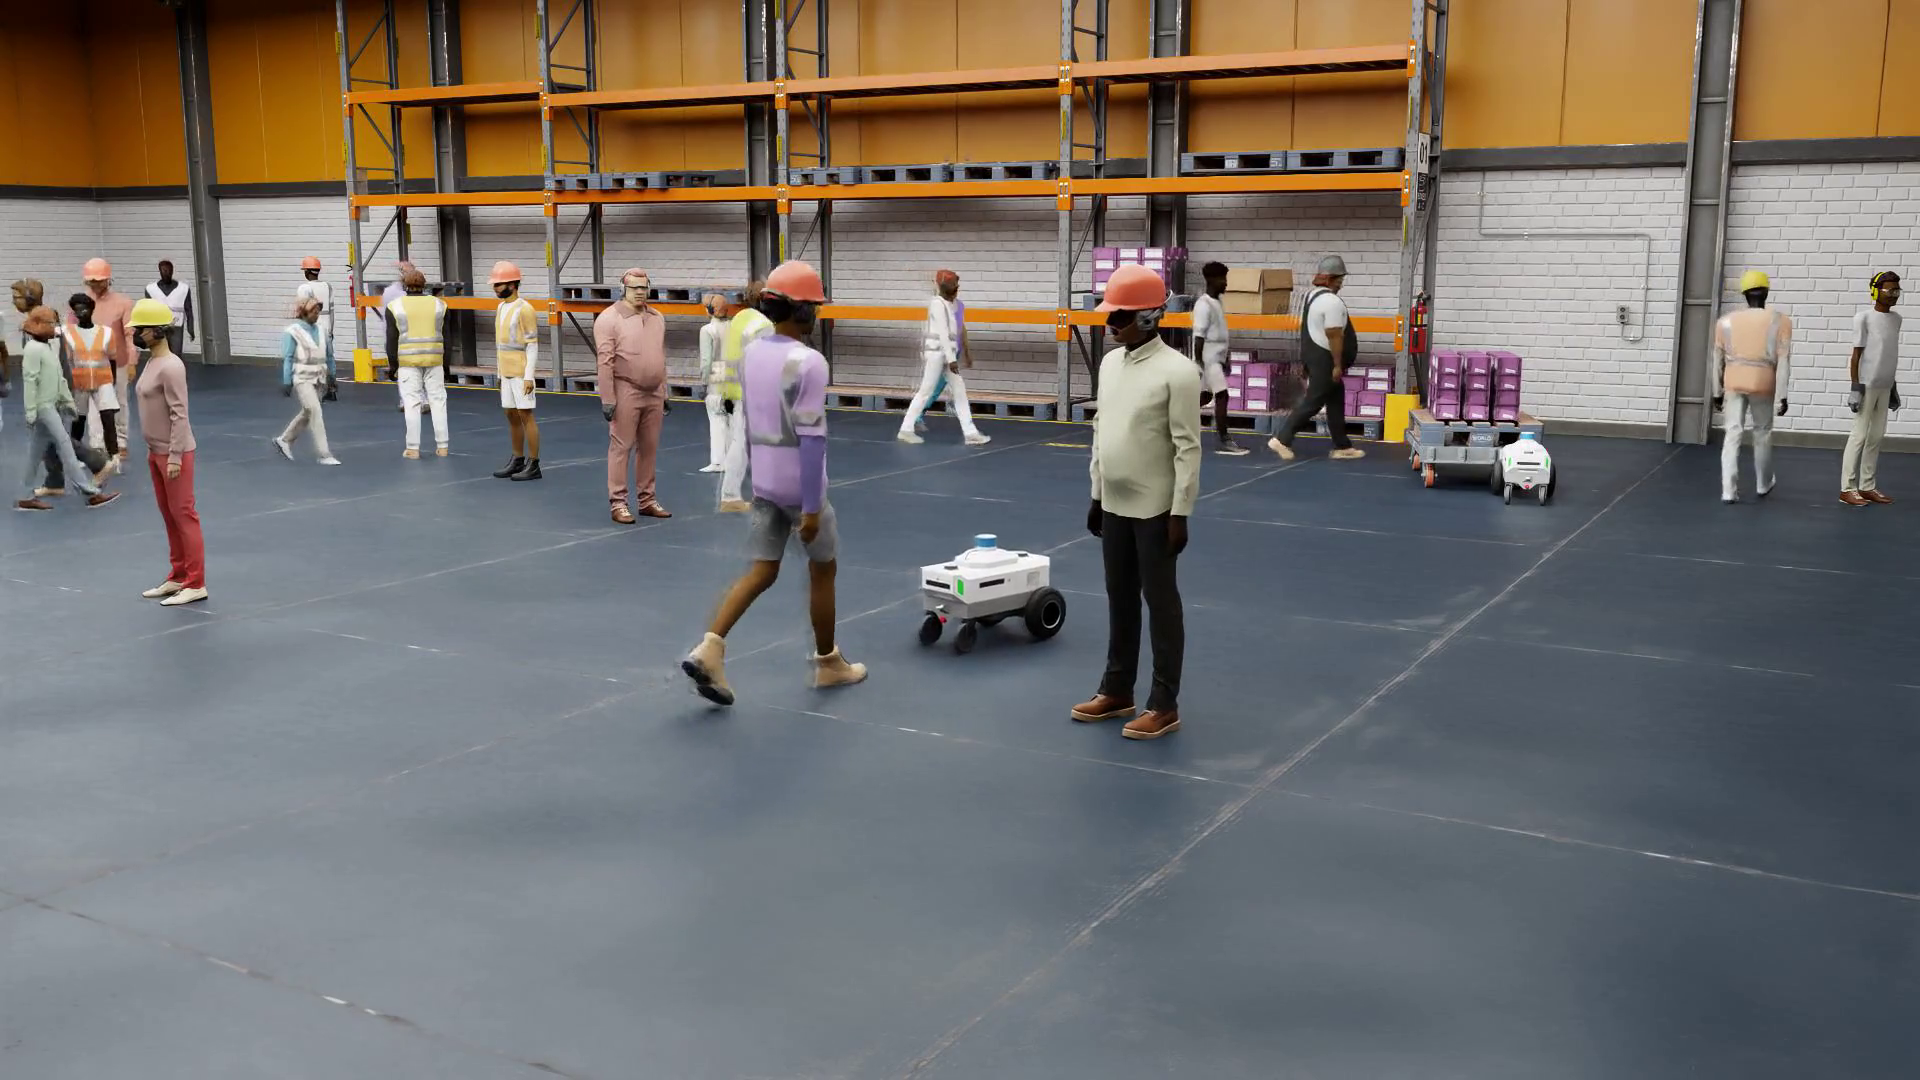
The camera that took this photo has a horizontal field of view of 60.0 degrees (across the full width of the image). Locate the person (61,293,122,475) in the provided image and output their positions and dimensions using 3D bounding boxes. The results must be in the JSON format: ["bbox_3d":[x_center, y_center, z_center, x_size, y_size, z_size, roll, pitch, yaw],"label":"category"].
[{"bbox_3d":[-8.009,-1.437,15.261,0.523,1.667,0.846,-7,12,-35],"label":"person"}]

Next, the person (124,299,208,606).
[{"bbox_3d":[-4.610,-0.506,9.640,0.313,1.768,0.527,-8,13,-40],"label":"person"}]

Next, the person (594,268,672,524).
[{"bbox_3d":[-2.422,-1.084,12.519,0.402,1.904,0.652,8,13,37],"label":"person"}]

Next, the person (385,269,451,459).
[{"bbox_3d":[-5.294,-1.717,16.279,0.624,1.845,0.430,-6,12,-30],"label":"person"}]

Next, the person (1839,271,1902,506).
[{"bbox_3d":[7.341,-1.209,13.327,0.531,1.870,0.316,-5,11,-24],"label":"person"}]

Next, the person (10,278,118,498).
[{"bbox_3d":[-7.354,-1.234,13.614,0.623,1.818,0.538,-3,11,-19],"label":"person"}]

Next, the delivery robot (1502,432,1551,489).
[{"bbox_3d":[4.608,-0.636,13.538,0.477,0.478,0.707,3,10,15],"label":"delivery robot"}]

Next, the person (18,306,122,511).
[{"bbox_3d":[-7.019,-1.017,12.986,0.818,1.589,0.526,-2,10,-14],"label":"person"}]

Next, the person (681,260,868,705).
[{"bbox_3d":[-0.831,-0.249,7.505,0.944,2.016,0.619,-10,14,-44],"label":"person"}]

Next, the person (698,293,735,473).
[{"bbox_3d":[-2.210,-1.433,15.244,0.308,1.641,0.511,5,11,26],"label":"person"}]

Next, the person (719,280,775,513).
[{"bbox_3d":[-1.539,-1.114,12.979,0.833,1.802,0.639,-5,11,-26],"label":"person"}]

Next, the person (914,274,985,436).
[{"bbox_3d":[-0.181,-2.049,18.315,1.007,1.790,0.591,6,12,30],"label":"person"}]

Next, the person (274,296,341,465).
[{"bbox_3d":[-6.256,-1.518,15.837,0.782,1.608,0.525,4,11,22],"label":"person"}]

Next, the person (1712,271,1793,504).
[{"bbox_3d":[6.442,-1.242,13.536,0.600,1.865,0.993,8,13,37],"label":"person"}]

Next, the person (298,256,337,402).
[{"bbox_3d":[-8.570,-2.799,22.136,0.354,1.939,0.544,5,11,27],"label":"person"}]

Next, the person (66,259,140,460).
[{"bbox_3d":[-8.145,-1.684,15.806,0.637,1.933,1.024,-4,11,-20],"label":"person"}]

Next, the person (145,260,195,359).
[{"bbox_3d":[-11.209,-3.023,23.593,0.609,1.881,0.973,-3,10,-15],"label":"person"}]

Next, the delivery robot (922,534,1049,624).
[{"bbox_3d":[0.138,0.214,8.721,0.707,0.478,0.477,-9,14,-43],"label":"delivery robot"}]

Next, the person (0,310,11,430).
[{"bbox_3d":[-8.641,-1.420,14.615,0.627,1.850,0.504,9,13,41],"label":"person"}]

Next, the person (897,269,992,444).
[{"bbox_3d":[-0.201,-1.902,17.386,1.007,1.837,0.571,3,10,17],"label":"person"}]

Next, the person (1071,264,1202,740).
[{"bbox_3d":[0.748,-0.158,7.033,0.392,1.989,0.610,-7,12,-33],"label":"person"}]

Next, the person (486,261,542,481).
[{"bbox_3d":[-3.954,-1.486,14.707,0.375,1.933,0.550,-10,14,-43],"label":"person"}]

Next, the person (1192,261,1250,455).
[{"bbox_3d":[2.450,-1.821,16.640,0.905,1.930,0.609,3,11,18],"label":"person"}]

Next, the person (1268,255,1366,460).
[{"bbox_3d":[3.456,-1.779,16.065,0.981,2.000,0.685,-1,10,-4],"label":"person"}]

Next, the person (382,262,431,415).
[{"bbox_3d":[-6.667,-2.468,20.448,0.950,1.862,0.668,7,12,33],"label":"person"}]
